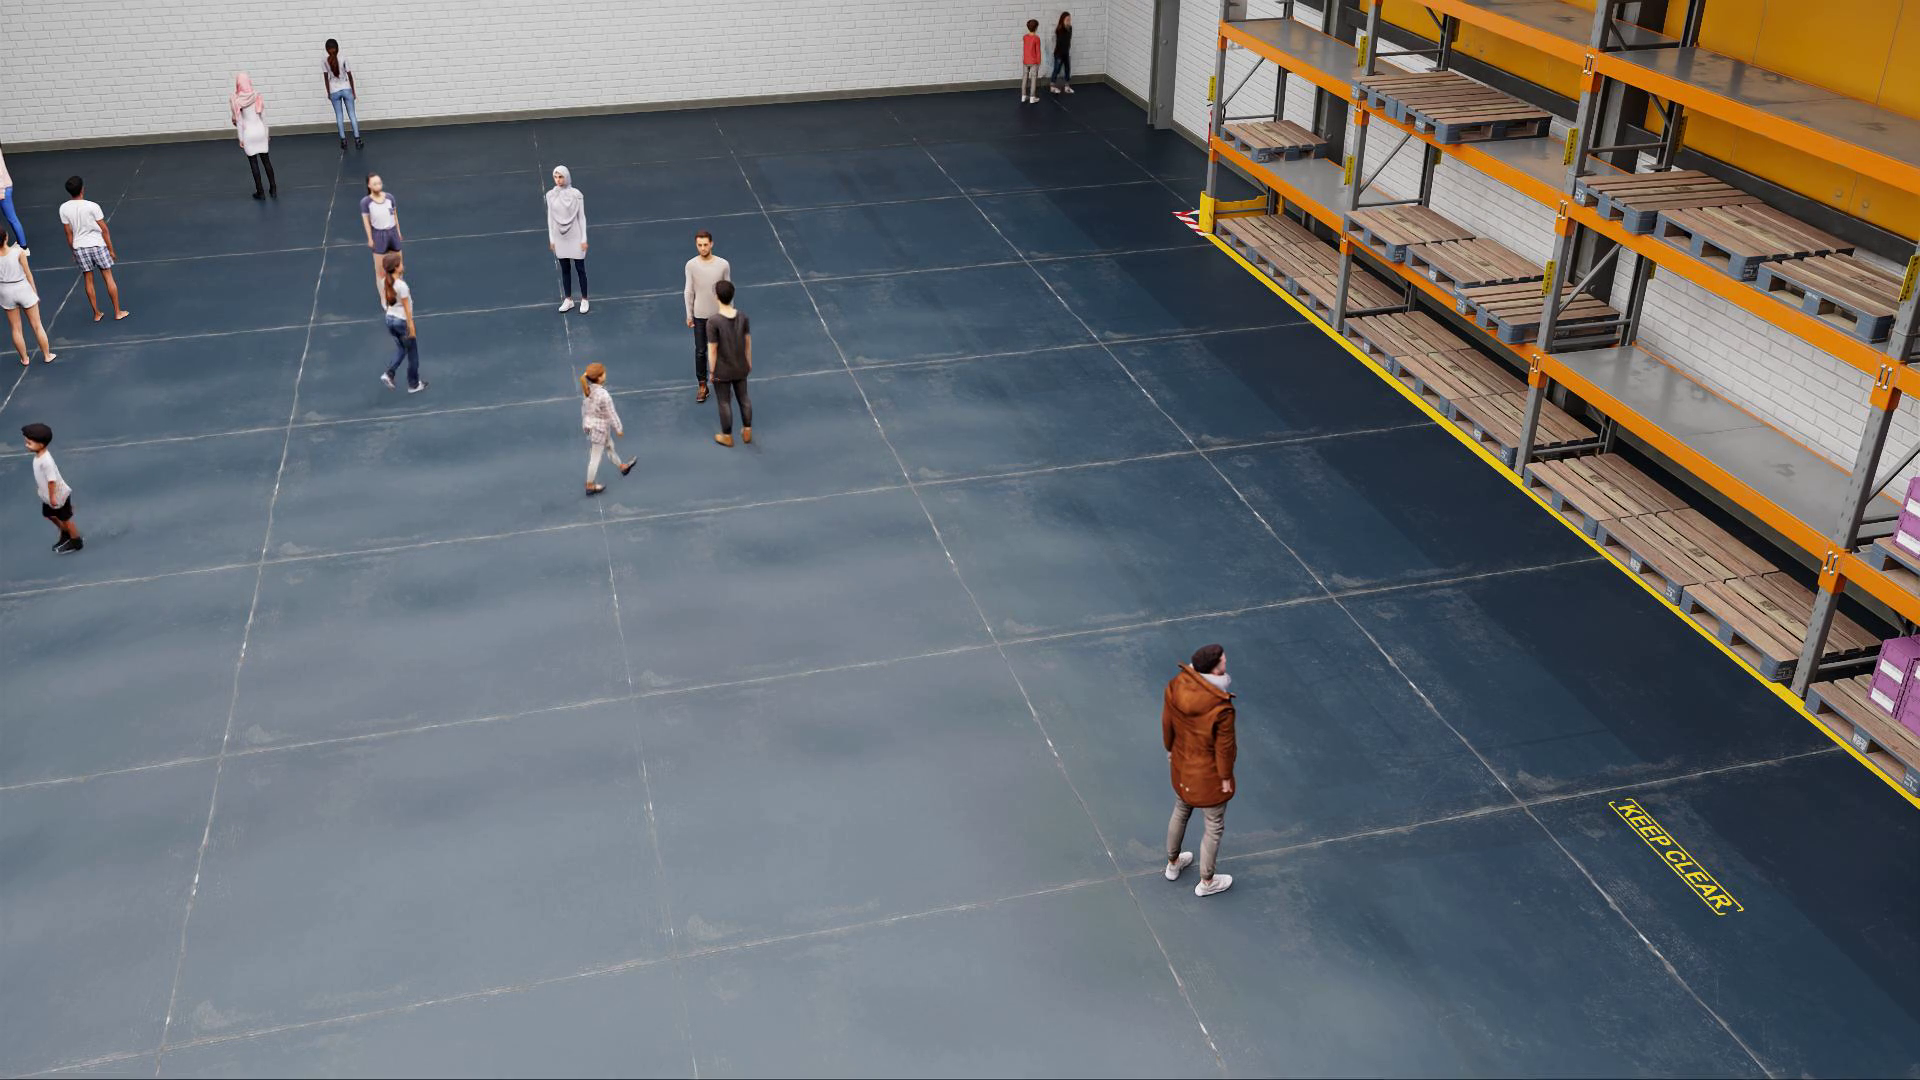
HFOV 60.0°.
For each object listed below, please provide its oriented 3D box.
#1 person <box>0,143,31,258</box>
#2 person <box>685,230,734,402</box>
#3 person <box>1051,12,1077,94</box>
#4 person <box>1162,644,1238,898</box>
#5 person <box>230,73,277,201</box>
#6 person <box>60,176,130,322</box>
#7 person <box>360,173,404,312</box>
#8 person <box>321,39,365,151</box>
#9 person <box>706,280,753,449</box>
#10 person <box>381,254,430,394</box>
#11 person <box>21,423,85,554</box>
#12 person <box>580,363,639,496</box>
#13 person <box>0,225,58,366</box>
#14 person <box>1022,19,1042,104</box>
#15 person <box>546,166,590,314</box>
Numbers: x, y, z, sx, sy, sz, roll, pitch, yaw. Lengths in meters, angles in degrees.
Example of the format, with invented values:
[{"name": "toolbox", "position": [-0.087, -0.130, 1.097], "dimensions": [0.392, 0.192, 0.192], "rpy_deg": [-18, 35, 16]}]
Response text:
[{"name": "person", "position": [-12.515, -4.581, 21.734], "dimensions": [0.773, 1.768, 0.593], "rpy_deg": [-17, 33, -28]}, {"name": "person", "position": [-2.640, -2.387, 17.610], "dimensions": [0.674, 1.866, 0.571], "rpy_deg": [-5, 29, -9]}, {"name": "person", "position": [1.775, -8.665, 29.565], "dimensions": [0.834, 1.440, 0.751], "rpy_deg": [22, 35, 34]}, {"name": "person", "position": [1.535, 1.453, 10.600], "dimensions": [0.900, 1.838, 0.810], "rpy_deg": [-24, 37, -36]}, {"name": "person", "position": [-10.184, -5.828, 23.984], "dimensions": [0.764, 1.804, 0.741], "rpy_deg": [25, 37, 38]}, {"name": "person", "position": [-10.292, -3.447, 19.690], "dimensions": [0.664, 1.735, 0.570], "rpy_deg": [-3, 29, -6]}, {"name": "person", "position": [-6.960, -3.621, 20.097], "dimensions": [0.684, 1.651, 0.673], "rpy_deg": [25, 37, 38]}, {"name": "person", "position": [-9.811, -7.079, 26.366], "dimensions": [0.580, 1.719, 0.509], "rpy_deg": [-8, 30, -14]}, {"name": "person", "position": [-2.301, -1.761, 16.621], "dimensions": [0.678, 1.714, 0.628], "rpy_deg": [-16, 32, -26]}, {"name": "person", "position": [-6.024, -2.289, 17.762], "dimensions": [0.779, 1.547, 0.832], "rpy_deg": [17, 33, 28]}, {"name": "person", "position": [-7.981, -0.478, 14.753], "dimensions": [0.633, 1.250, 0.522], "rpy_deg": [-20, 35, -33]}, {"name": "person", "position": [-3.469, -1.027, 15.736], "dimensions": [0.925, 1.272, 0.891], "rpy_deg": [23, 36, 36]}, {"name": "person", "position": [-10.498, -2.727, 18.511], "dimensions": [0.577, 1.601, 0.564], "rpy_deg": [-10, 30, -17]}, {"name": "person", "position": [1.234, -8.376, 29.061], "dimensions": [0.568, 1.415, 0.638], "rpy_deg": [18, 33, 29]}, {"name": "person", "position": [-4.684, -3.608, 19.944], "dimensions": [0.686, 1.775, 0.661], "rpy_deg": [3, 29, 6]}]
